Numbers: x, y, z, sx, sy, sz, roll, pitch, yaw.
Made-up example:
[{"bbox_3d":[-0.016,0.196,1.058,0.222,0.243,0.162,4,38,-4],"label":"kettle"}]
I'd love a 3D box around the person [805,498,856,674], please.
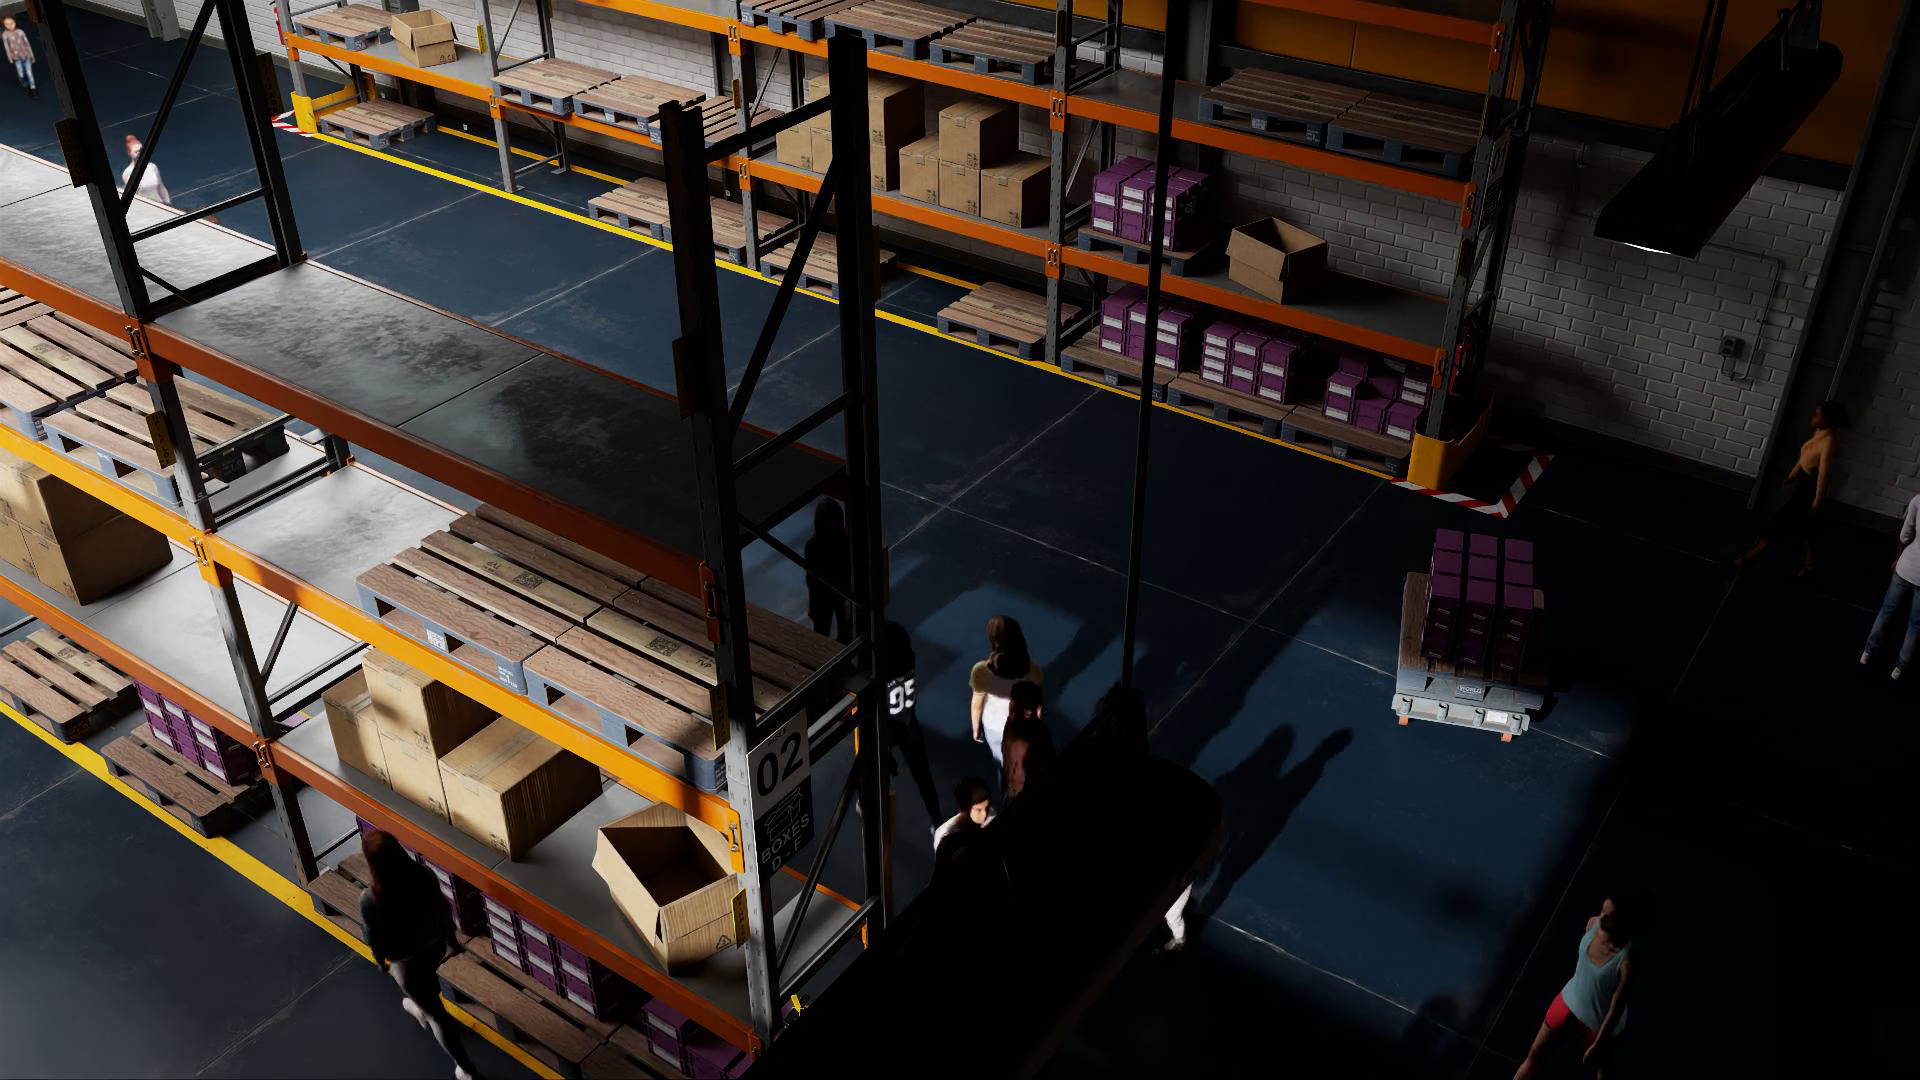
[{"bbox_3d":[-0.946,0.389,12.165,0.625,1.639,0.590,-24,40,-31],"label":"person"}]

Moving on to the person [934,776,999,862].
[{"bbox_3d":[-0.021,2.008,9.672,0.779,1.703,0.984,-24,40,-31],"label":"person"}]

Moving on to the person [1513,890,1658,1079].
[{"bbox_3d":[3.440,2.526,8.872,1.109,1.724,1.139,-11,35,-15],"label":"person"}]

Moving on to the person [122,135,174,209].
[{"bbox_3d":[-8.730,-3.481,17.859,0.632,1.780,0.620,18,37,25],"label":"person"}]

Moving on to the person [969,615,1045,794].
[{"bbox_3d":[0.310,1.277,10.770,0.845,1.704,0.899,1,34,2],"label":"person"}]

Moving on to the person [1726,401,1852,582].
[{"bbox_3d":[6.858,-0.346,13.280,1.002,1.628,0.772,11,35,15],"label":"person"}]

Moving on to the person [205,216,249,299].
[{"bbox_3d":[-7.133,-2.350,16.218,0.665,1.713,0.853,-28,42,-35],"label":"person"}]

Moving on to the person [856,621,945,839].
[{"bbox_3d":[-0.524,1.235,10.857,1.087,1.677,0.699,26,42,34],"label":"person"}]

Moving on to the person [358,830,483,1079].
[{"bbox_3d":[-2.955,2.351,9.197,1.127,1.656,0.692,27,42,35],"label":"person"}]

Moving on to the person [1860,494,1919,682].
[{"bbox_3d":[7.116,0.209,12.275,0.781,1.816,0.650,-19,38,-27],"label":"person"}]

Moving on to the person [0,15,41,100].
[{"bbox_3d":[-13.214,-6.815,23.409,0.552,1.188,0.590,-18,38,-26],"label":"person"}]

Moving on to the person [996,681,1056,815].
[{"bbox_3d":[0.512,1.574,10.293,1.018,1.736,1.154,-17,37,-24],"label":"person"}]
